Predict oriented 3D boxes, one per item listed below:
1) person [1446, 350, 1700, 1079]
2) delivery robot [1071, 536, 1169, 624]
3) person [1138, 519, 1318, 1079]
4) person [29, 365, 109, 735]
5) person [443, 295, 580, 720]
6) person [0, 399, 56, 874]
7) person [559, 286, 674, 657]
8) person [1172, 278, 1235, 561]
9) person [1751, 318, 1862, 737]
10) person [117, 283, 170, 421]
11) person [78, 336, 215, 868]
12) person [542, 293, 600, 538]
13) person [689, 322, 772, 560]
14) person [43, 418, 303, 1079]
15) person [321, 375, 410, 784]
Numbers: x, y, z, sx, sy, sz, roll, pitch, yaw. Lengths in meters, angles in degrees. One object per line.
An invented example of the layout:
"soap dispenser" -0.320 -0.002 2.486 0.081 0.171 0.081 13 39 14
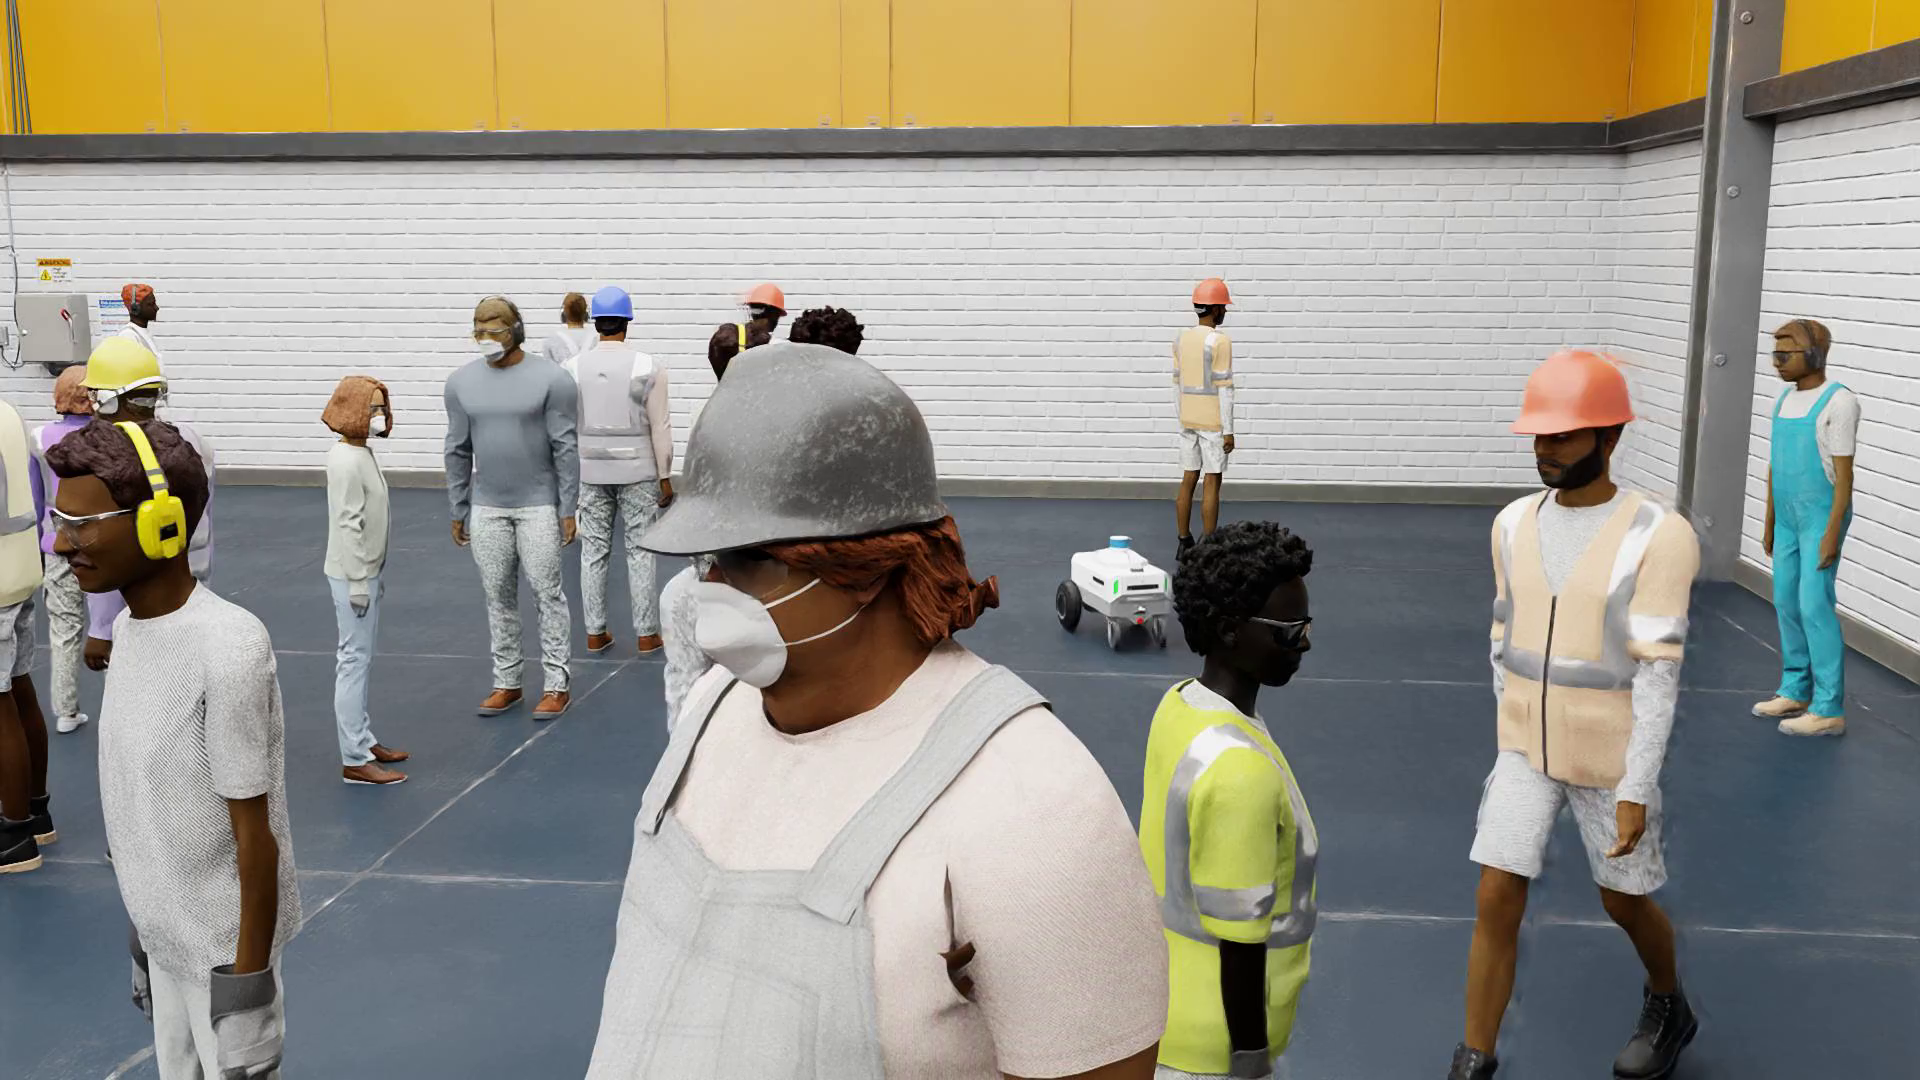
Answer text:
"person" 1.512 0.486 4.041 0.963 1.903 0.543 -8 13 -39
"delivery robot" 0.872 0.221 9.128 0.477 0.478 0.707 -3 10 -16
"person" 0.427 0.802 2.796 0.322 1.699 0.536 0 10 -2
"person" -3.810 0.052 7.295 0.525 1.631 0.313 -1 10 -7
"person" -2.034 -0.144 7.572 0.641 1.928 0.386 1 10 8
"person" -3.349 0.165 5.680 0.368 1.966 0.602 -3 10 -15
"person" -1.793 -0.350 8.717 0.606 1.939 0.416 1 10 6
"person" 1.671 -0.793 11.249 0.358 1.938 0.542 -7 12 -33
"person" 3.757 -0.063 7.388 0.365 1.829 0.513 -2 10 -9
"person" -5.942 -0.924 12.154 0.351 1.882 0.582 -3 10 -18
"person" -2.807 0.221 5.740 0.404 1.834 0.592 2 10 13
"person" -2.891 -0.948 12.542 0.535 1.800 0.877 -4 11 -21
"person" -0.862 0.097 6.401 0.341 1.857 0.524 -5 11 -26
"person" -1.297 0.718 2.828 0.512 1.861 0.325 9 13 42
"person" -2.400 0.154 6.696 0.285 1.631 0.501 -2 10 -13
